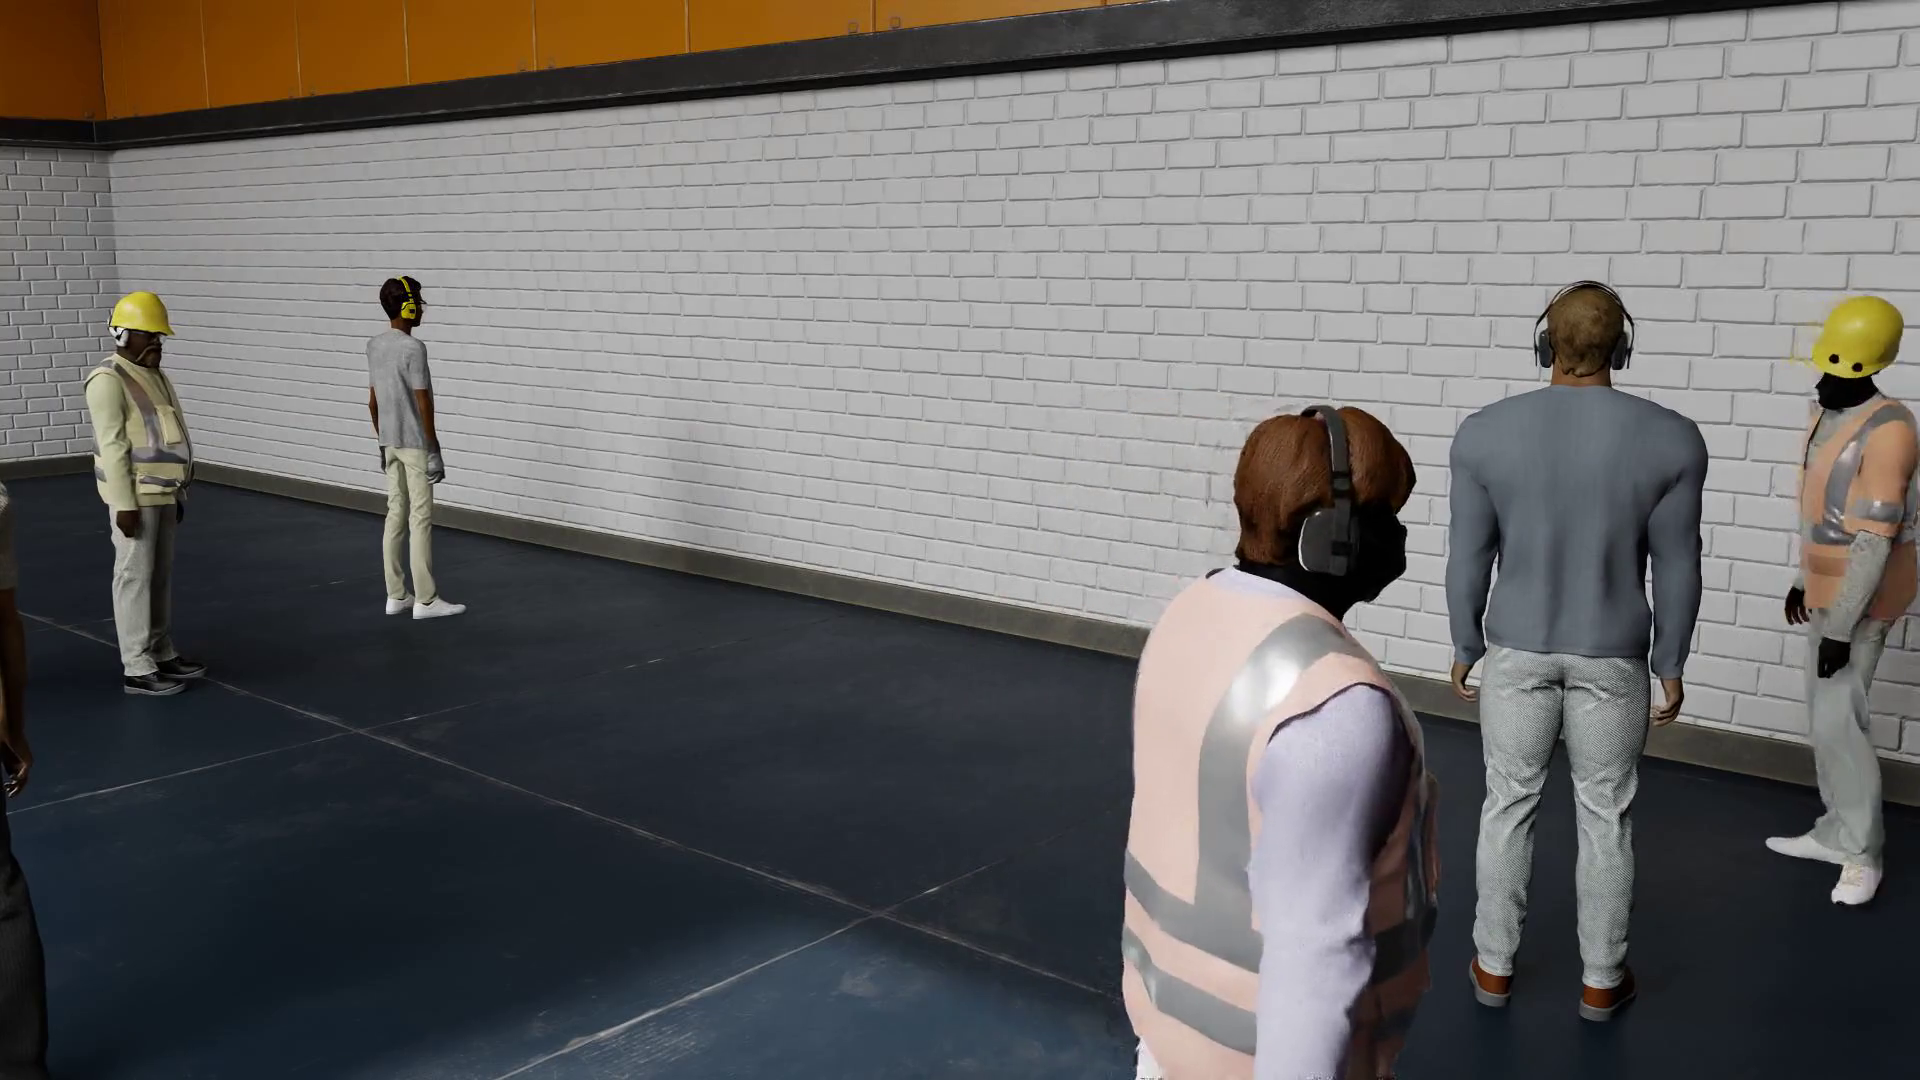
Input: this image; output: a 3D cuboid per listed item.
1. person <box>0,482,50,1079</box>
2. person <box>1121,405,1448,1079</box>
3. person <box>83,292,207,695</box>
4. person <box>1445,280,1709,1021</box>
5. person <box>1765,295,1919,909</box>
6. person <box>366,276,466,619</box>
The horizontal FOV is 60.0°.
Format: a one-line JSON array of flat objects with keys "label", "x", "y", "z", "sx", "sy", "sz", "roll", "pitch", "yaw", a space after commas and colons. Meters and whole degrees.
[{"label": "person", "x": -2.312, "y": 0.466, "z": 3.683, "sx": 0.327, "sy": 1.843, "sz": 0.514, "roll": 5, "pitch": 11, "yaw": 27}, {"label": "person", "x": 0.569, "y": 0.706, "z": 2.437, "sx": 0.918, "sy": 1.798, "sz": 0.659, "roll": -2, "pitch": 10, "yaw": -13}, {"label": "person", "x": -3.716, "y": -0.214, "z": 7.617, "sx": 0.404, "sy": 1.825, "sz": 0.586, "roll": -1, "pitch": 10, "yaw": -4}, {"label": "person", "x": 1.590, "y": 0.299, "z": 4.368, "sx": 0.629, "sy": 1.940, "sz": 0.372, "roll": 4, "pitch": 11, "yaw": 22}, {"label": "person", "x": 2.764, "y": 0.182, "z": 5.210, "sx": 0.391, "sy": 1.883, "sz": 0.666, "roll": 2, "pitch": 10, "yaw": 12}, {"label": "person", "x": -3.011, "y": -0.502, "z": 9.125, "sx": 0.508, "sy": 1.872, "sz": 0.329, "roll": 7, "pitch": 12, "yaw": 34}]
